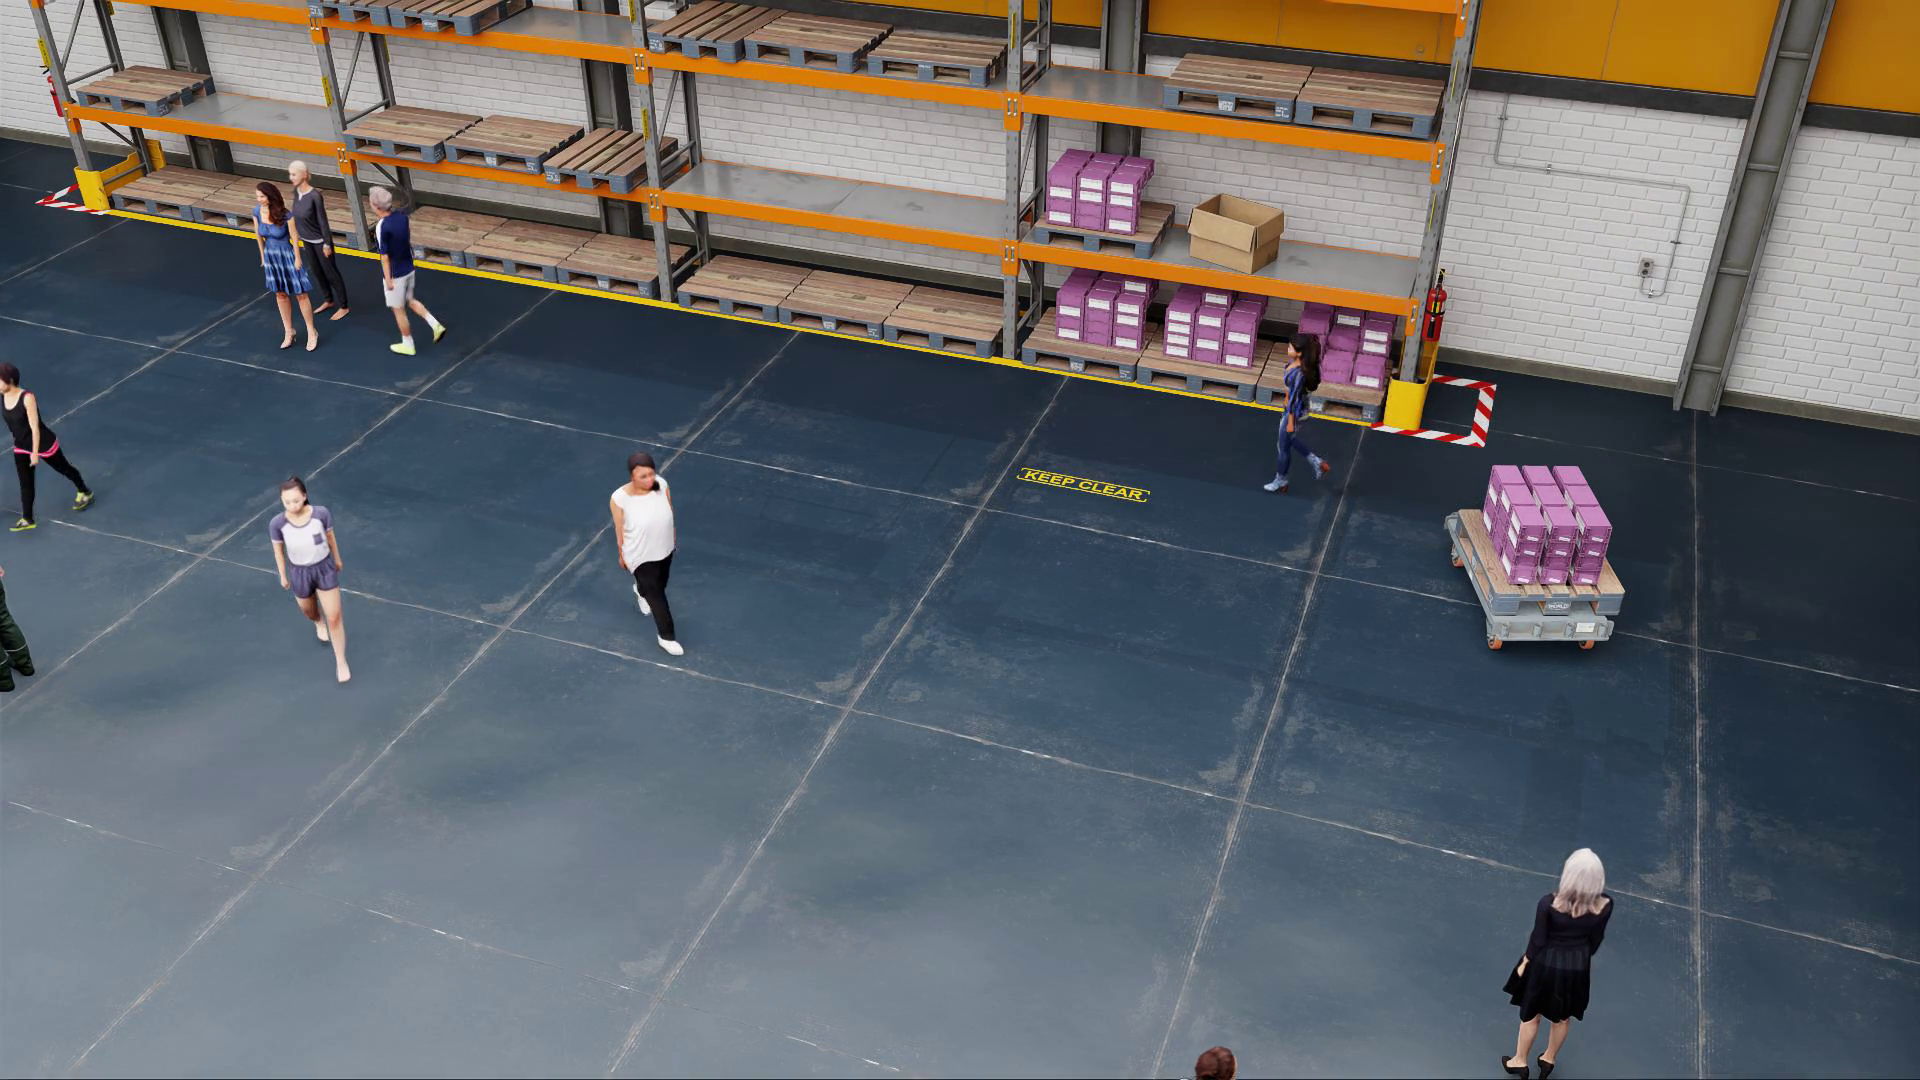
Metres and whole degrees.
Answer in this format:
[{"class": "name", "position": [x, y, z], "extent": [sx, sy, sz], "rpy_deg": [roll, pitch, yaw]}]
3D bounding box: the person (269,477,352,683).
[{"class": "person", "position": [-4.923, 0.232, 12.627], "extent": [1.047, 1.617, 1.083], "rpy_deg": [-12, 36, -18]}]

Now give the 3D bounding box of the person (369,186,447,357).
[{"class": "person", "position": [-5.621, -2.717, 16.874], "extent": [0.872, 1.828, 0.686], "rpy_deg": [8, 35, 12]}]

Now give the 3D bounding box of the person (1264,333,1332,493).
[{"class": "person", "position": [3.014, -1.105, 14.648], "extent": [0.807, 1.607, 0.655], "rpy_deg": [8, 34, 12]}]

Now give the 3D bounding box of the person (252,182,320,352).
[{"class": "person", "position": [-6.926, -2.797, 17.014], "extent": [0.545, 1.806, 0.754], "rpy_deg": [7, 34, 10]}]

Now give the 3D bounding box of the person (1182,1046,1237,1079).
[{"class": "person", "position": [1.183, 3.107, 8.246], "extent": [0.728, 1.679, 0.629], "rpy_deg": [-27, 42, -34]}]

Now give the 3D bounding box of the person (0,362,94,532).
[{"class": "person", "position": [-7.925, -0.867, 14.381], "extent": [0.975, 1.507, 0.636], "rpy_deg": [9, 35, 14]}]

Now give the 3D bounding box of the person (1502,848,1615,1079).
[{"class": "person", "position": [3.326, 2.382, 9.277], "extent": [0.631, 1.746, 0.749], "rpy_deg": [-2, 34, -2]}]

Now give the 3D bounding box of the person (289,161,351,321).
[{"class": "person", "position": [-6.851, -3.226, 17.733], "extent": [0.545, 1.725, 0.723], "rpy_deg": [20, 39, 28]}]

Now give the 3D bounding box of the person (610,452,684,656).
[{"class": "person", "position": [-2.422, 0.046, 12.866], "extent": [0.942, 1.664, 1.139], "rpy_deg": [-28, 43, -35]}]
